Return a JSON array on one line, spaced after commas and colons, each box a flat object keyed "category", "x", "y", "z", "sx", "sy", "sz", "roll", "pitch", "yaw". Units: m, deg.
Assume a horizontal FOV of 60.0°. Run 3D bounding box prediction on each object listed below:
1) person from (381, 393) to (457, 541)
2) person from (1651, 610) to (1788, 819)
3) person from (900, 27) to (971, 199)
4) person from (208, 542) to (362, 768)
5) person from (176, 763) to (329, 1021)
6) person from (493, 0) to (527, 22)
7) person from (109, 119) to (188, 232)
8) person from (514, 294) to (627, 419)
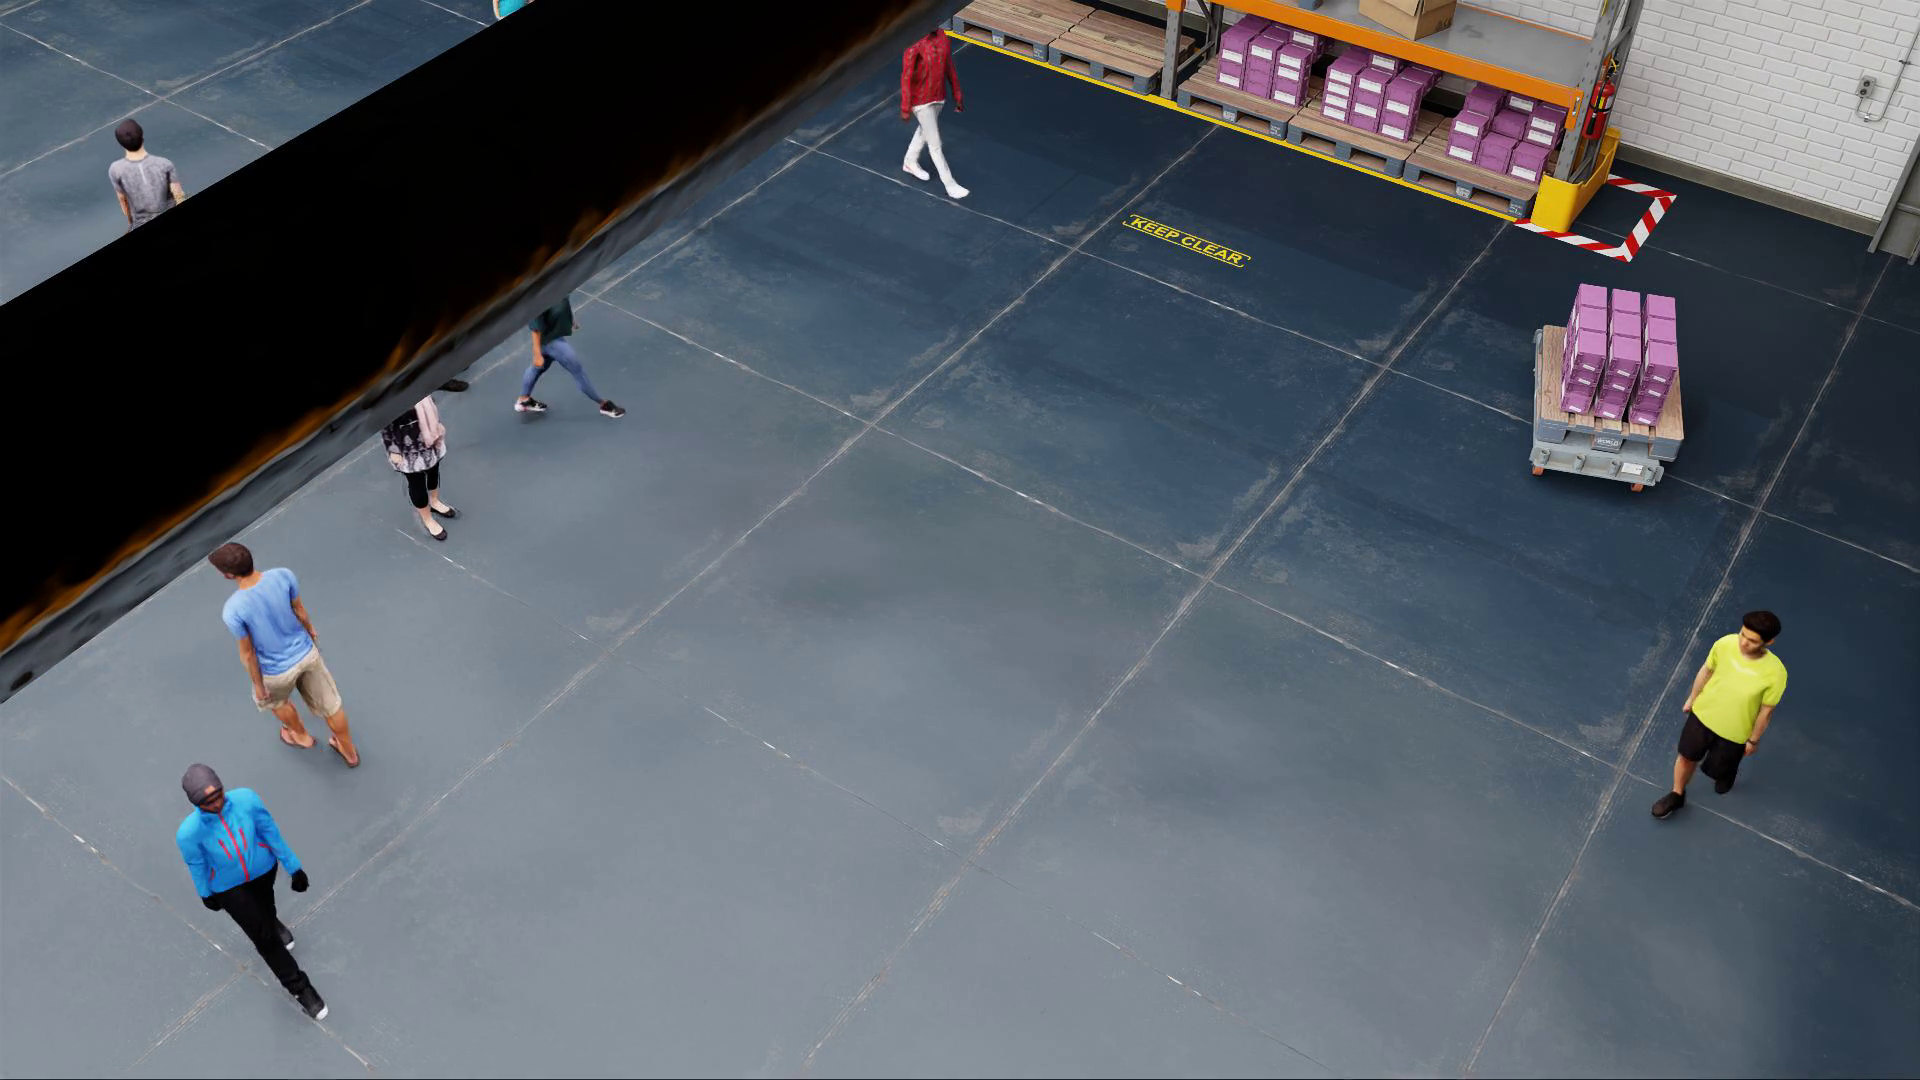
[{"category": "person", "x": -3.857, "y": -0.750, "z": 11.724, "sx": 0.610, "sy": 1.638, "sz": 0.617, "roll": 25, "pitch": 49, "yaw": 24}, {"category": "person", "x": 4.560, "y": 1.016, "z": 9.831, "sx": 0.831, "sy": 1.691, "sz": 0.861, "roll": -29, "pitch": 51, "yaw": -27}, {"category": "person", "x": -0.352, "y": -4.026, "z": 15.060, "sx": 1.196, "sy": 1.780, "sz": 0.823, "roll": 34, "pitch": 53, "yaw": 30}, {"category": "person", "x": -3.999, "y": 0.764, "z": 9.991, "sx": 0.844, "sy": 1.837, "sz": 0.717, "roll": 31, "pitch": 52, "yaw": 28}, {"category": "person", "x": -3.916, "y": 1.759, "z": 9.016, "sx": 1.178, "sy": 1.740, "sz": 0.726, "roll": 32, "pitch": 52, "yaw": 29}, {"category": "person", "x": -4.506, "y": -5.319, "z": 16.679, "sx": 0.628, "sy": 1.419, "sz": 0.711, "roll": -34, "pitch": 53, "yaw": -31}, {"category": "person", "x": -6.432, "y": -2.462, "z": 13.372, "sx": 0.981, "sy": 1.844, "sz": 1.148, "roll": -16, "pitch": 46, "yaw": -17}, {"category": "person", "x": -3.155, "y": -1.518, "z": 12.585, "sx": 1.229, "sy": 1.563, "sz": 1.042, "roll": 1, "pitch": 44, "yaw": 1}]
